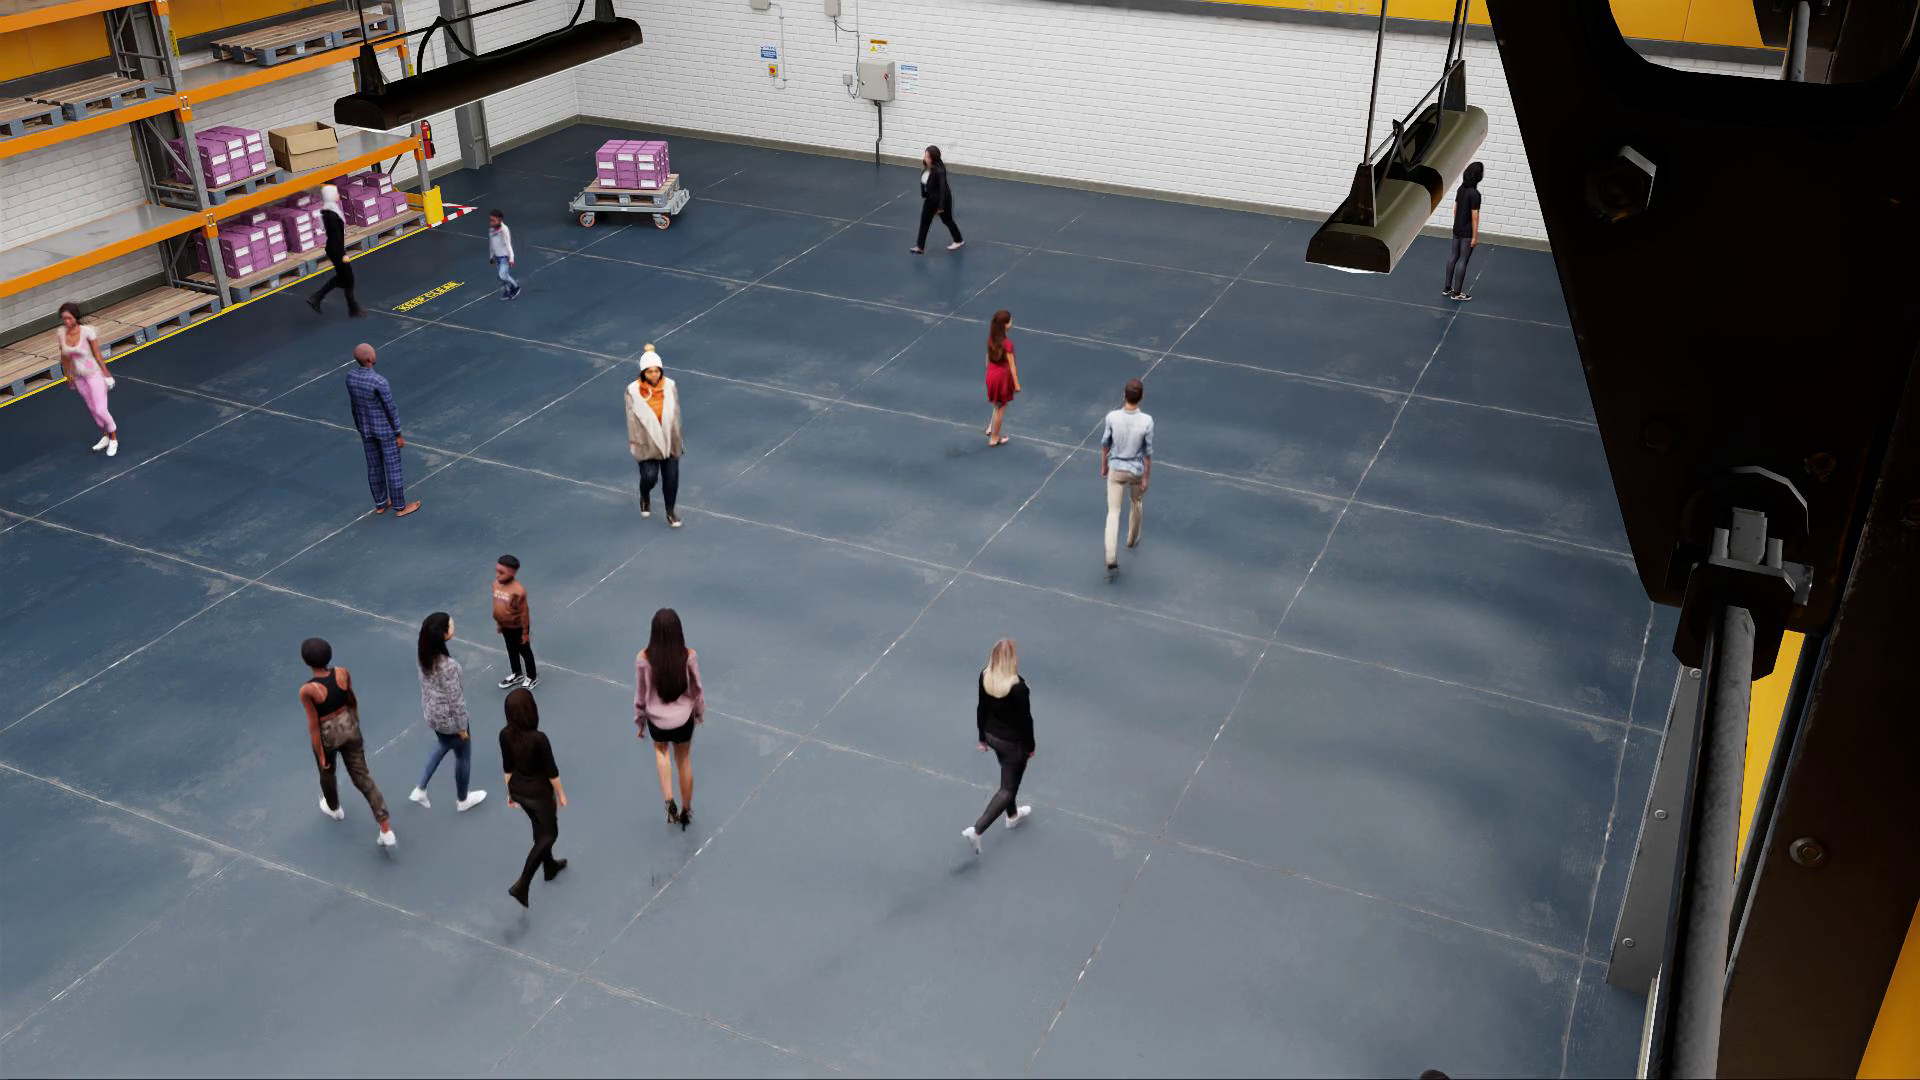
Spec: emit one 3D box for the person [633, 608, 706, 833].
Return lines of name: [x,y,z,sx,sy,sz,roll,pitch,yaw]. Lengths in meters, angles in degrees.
person: [-2.071,1.364,11.956,0.813,1.793,0.856,-5,29,-9]

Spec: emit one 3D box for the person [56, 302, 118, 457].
person: [-9.230,-1.735,17.706,0.771,1.727,0.794,8,30,13]

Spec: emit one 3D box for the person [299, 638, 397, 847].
person: [-4.389,1.481,11.887,0.876,1.653,1.180,24,37,37]

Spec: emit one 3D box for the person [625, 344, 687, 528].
person: [-2.985,-1.035,16.259,0.895,1.883,0.951,-15,32,-25]

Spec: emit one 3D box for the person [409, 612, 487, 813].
person: [-3.818,1.316,12.123,0.723,1.715,0.867,19,34,31]

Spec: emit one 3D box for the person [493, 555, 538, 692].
person: [-3.688,0.679,13.774,0.548,1.253,0.517,18,33,29]

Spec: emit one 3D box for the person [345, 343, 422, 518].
person: [-5.749,-1.095,16.435,0.676,1.819,0.620,9,30,17]

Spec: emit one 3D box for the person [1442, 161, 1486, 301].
person: [6.647,-4.094,21.918,0.761,1.834,0.686,-8,30,-15]

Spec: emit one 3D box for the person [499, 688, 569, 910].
person: [-2.948,1.779,11.368,0.572,1.627,0.918,11,30,19]

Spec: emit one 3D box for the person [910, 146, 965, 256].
person: [-0.251,-4.796,23.487,1.234,1.563,1.001,-18,33,-29]

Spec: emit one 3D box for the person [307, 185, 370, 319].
person: [-7.991,-3.605,21.102,1.041,1.756,0.950,-11,30,-19]

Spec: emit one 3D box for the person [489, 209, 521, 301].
person: [-5.995,-3.790,21.978,0.544,1.242,0.590,24,37,37]

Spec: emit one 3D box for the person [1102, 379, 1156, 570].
person: [1.529,-0.583,15.504,0.800,1.813,1.233,7,29,12]

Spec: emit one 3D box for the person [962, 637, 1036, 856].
person: [0.274,1.491,11.855,0.832,1.665,1.100,24,37,37]

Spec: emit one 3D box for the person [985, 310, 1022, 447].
person: [0.377,-1.717,17.866,0.751,1.540,0.684,-19,34,-31]
